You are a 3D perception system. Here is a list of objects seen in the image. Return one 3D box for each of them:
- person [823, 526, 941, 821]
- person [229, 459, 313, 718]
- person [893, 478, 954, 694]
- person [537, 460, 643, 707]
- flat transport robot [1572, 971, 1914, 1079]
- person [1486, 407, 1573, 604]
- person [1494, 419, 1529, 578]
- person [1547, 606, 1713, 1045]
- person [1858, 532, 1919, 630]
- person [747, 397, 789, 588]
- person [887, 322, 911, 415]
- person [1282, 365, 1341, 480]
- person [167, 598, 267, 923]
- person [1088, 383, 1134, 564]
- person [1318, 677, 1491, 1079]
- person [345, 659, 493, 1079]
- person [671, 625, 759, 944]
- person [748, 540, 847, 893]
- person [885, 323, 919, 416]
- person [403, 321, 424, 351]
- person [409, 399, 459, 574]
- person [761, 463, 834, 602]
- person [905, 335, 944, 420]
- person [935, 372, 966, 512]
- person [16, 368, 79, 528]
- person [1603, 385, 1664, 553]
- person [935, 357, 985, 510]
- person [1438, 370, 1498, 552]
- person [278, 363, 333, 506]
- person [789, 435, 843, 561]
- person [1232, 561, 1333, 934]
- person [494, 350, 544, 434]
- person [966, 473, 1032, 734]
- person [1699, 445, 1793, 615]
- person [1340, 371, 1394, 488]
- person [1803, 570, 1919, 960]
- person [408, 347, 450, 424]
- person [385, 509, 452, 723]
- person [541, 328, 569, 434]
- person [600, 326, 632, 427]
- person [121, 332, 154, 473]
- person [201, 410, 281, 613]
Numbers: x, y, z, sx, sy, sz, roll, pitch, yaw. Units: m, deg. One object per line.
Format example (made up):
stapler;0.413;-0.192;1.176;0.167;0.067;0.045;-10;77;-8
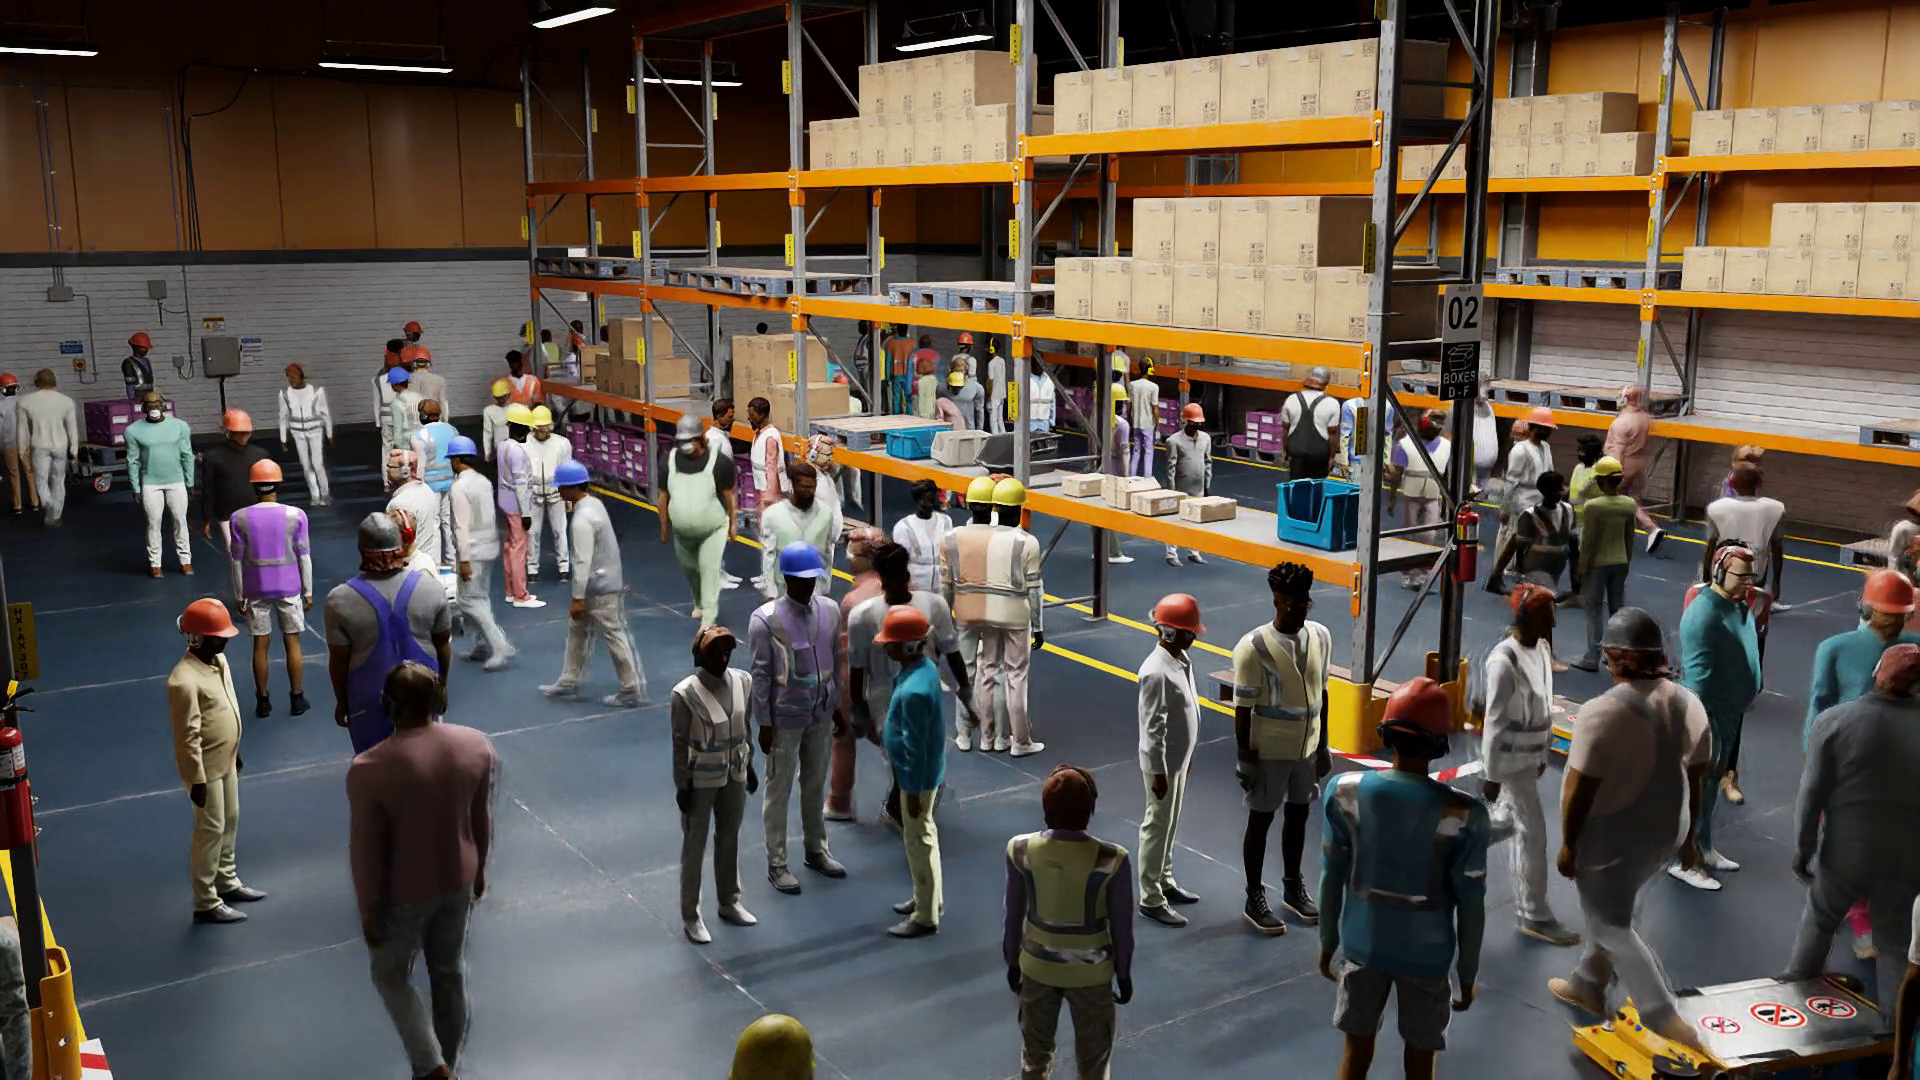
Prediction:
person;-0.544;0.822;10.089;0.779;1.865;0.658;5;12;24
person;-5.085;0.359;12.322;0.546;1.927;0.391;-4;12;-18
person;-0.271;0.354;12.960;0.548;1.689;0.448;-6;13;-29
person;-2.835;0.344;12.438;0.934;1.896;0.635;-1;11;-7
flat transport robot;3.496;2.176;7.259;1.431;0.197;0.652;-3;11;-15
person;5.518;-0.339;15.998;0.959;1.883;0.538;11;15;43
person;5.725;-0.433;17.131;0.315;1.633;0.513;-1;11;-4
person;3.005;1.269;7.357;0.690;2.000;0.938;-5;12;-25
person;5.644;0.866;9.854;0.655;1.879;0.378;4;12;20
person;-1.931;-0.482;16.679;0.408;1.907;0.598;-4;12;-18
person;-1.174;-3.197;30.766;0.566;1.832;0.407;1;11;7
person;4.043;-1.050;19.227;0.687;2.000;0.751;6;13;29
person;-3.909;1.153;8.733;0.354;1.737;0.573;-1;11;-5
person;1.612;-0.711;17.783;0.388;1.927;0.589;-8;14;-35
person;1.639;1.505;6.188;0.607;2.035;0.406;6;12;27
person;-2.189;1.429;6.832;0.636;1.923;0.478;-10;15;-43
person;-1.260;1.235;8.565;0.310;1.638;0.523;10;15;42
person;-0.886;0.955;9.203;0.605;1.948;0.388;-10;15;-42
person;-0.986;-2.805;28.523;0.595;1.917;0.373;1;11;6
person;-8.935;-2.580;27.209;0.412;1.985;0.611;1;11;4
person;-5.411;-0.533;17.091;0.429;1.842;0.637;5;12;25
person;-1.175;0.371;12.391;0.602;1.863;1.025;-4;12;-21
person;-0.568;-2.380;26.692;0.658;1.785;0.987;-2;11;-10
person;-0.061;-1.238;20.899;0.533;1.765;0.329;-5;12;-23
person;-10.744;-1.063;19.638;0.674;1.907;0.818;-7;13;-31
person;7.262;-0.748;18.081;0.654;1.883;0.719;-10;15;-41
person;-0.005;-1.337;20.956;0.629;1.940;0.379;1;11;6
person;5.643;-0.921;18.564;0.694;2.000;0.765;-8;14;-35
person;-8.313;-1.335;21.153;0.595;1.852;0.537;-1;11;-5
person;-1.176;0.066;13.874;0.408;1.903;0.638;2;11;11
person;1.676;1.063;8.637;0.609;1.962;0.378;-6;13;-29
person;-5.825;-1.560;22.110;0.724;1.927;0.578;-8;13;-35
person;0.264;0.456;11.926;0.357;1.881;0.574;-8;14;-37
person;7.262;-0.068;15.339;0.876;1.591;0.523;9;14;40
person;4.524;-0.907;18.487;0.607;2.044;0.376;-2;11;-10
person;4.657;1.107;8.435;0.628;1.939;1.025;2;11;8
person;-7.029;-1.534;21.854;0.618;1.986;0.408;-4;12;-18
person;-3.525;0.699;10.798;0.405;1.836;0.564;-9;14;-37
person;-6.977;-2.687;28.218;0.879;1.807;0.644;10;15;41
person;-6.076;-2.848;29.087;0.647;1.797;0.517;0;11;3
person;-11.766;-1.975;23.979;0.385;2.035;0.605;0;11;2
person;-6.544;-0.219;15.226;0.641;1.934;1.028;-11;15;-43
